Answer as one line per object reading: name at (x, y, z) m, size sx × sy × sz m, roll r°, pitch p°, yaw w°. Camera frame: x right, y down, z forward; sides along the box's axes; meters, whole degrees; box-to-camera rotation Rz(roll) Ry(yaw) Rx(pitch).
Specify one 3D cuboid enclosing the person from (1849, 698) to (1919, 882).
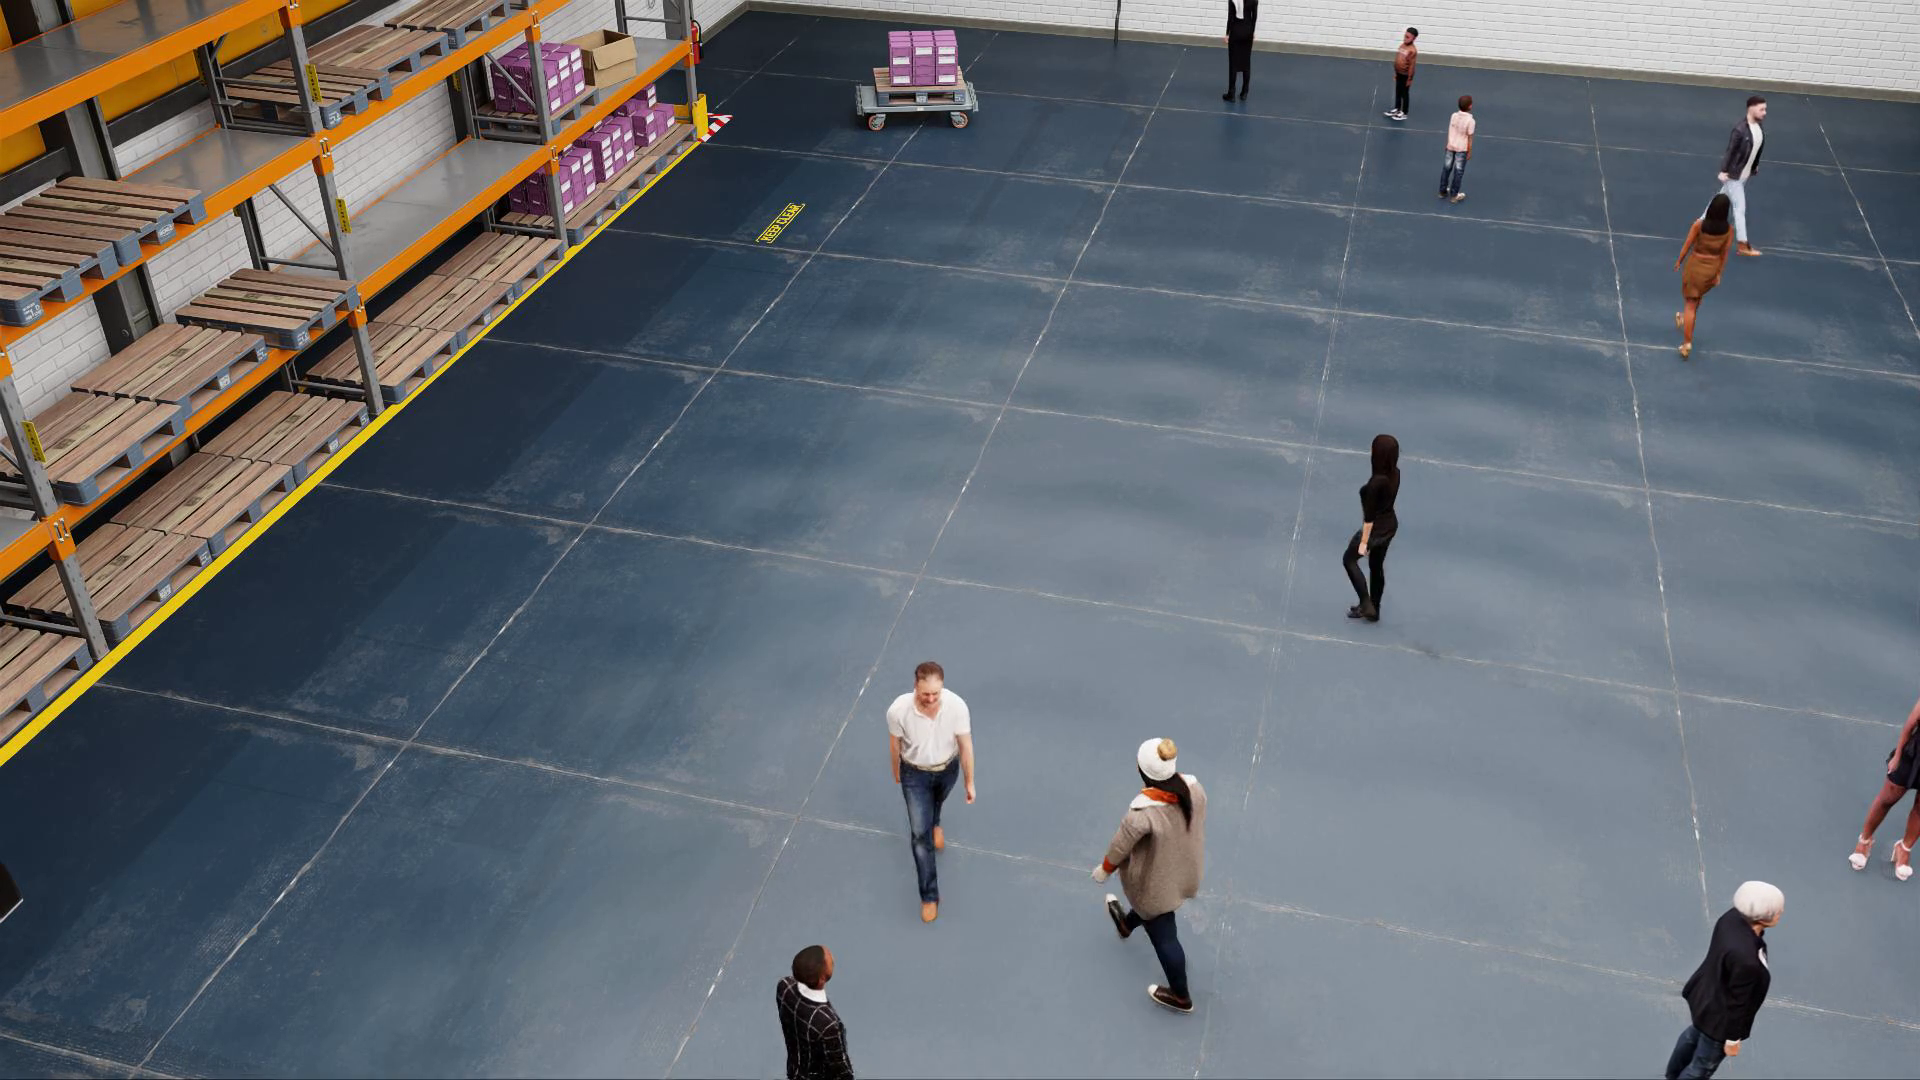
person at (6.120, 1.417, 10.544) m, size 0.594 × 1.788 × 0.573 m, roll 14°, pitch 36°, yaw 19°

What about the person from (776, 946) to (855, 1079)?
person at (-0.770, 2.791, 8.465) m, size 1.152 × 1.802 × 1.041 m, roll -24°, pitch 40°, yaw -31°

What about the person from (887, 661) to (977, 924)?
person at (-0.190, 1.404, 10.565) m, size 0.985 × 1.787 × 1.345 m, roll -3°, pitch 34°, yaw -5°

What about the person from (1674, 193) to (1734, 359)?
person at (7.474, -2.635, 16.769) m, size 0.692 × 1.646 × 1.087 m, roll 2°, pitch 34°, yaw 4°

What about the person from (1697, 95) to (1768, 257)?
person at (8.784, -4.181, 18.963) m, size 1.156 × 1.792 × 1.119 m, roll -26°, pitch 41°, yaw -33°

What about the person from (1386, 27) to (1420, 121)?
person at (6.111, -6.401, 22.789) m, size 0.652 × 1.253 × 0.565 m, roll -12°, pitch 35°, yaw -17°

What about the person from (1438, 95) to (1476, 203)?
person at (6.080, -4.806, 20.341) m, size 0.602 × 1.308 × 0.566 m, roll -29°, pitch 43°, yaw -36°

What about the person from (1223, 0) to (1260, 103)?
person at (3.939, -7.040, 23.275) m, size 0.684 × 1.780 × 0.689 m, roll -8°, pitch 34°, yaw -12°

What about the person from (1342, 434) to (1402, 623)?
person at (3.293, -0.033, 12.872) m, size 0.767 × 1.626 × 0.666 m, roll 28°, pitch 43°, yaw 35°

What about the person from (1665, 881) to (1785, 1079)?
person at (4.026, 2.456, 8.713) m, size 0.723 × 1.768 × 0.652 m, roll 12°, pitch 35°, yaw 17°

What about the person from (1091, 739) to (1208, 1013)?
person at (1.235, 1.972, 9.655) m, size 1.216 × 1.847 × 1.213 m, roll -25°, pitch 41°, yaw -32°
